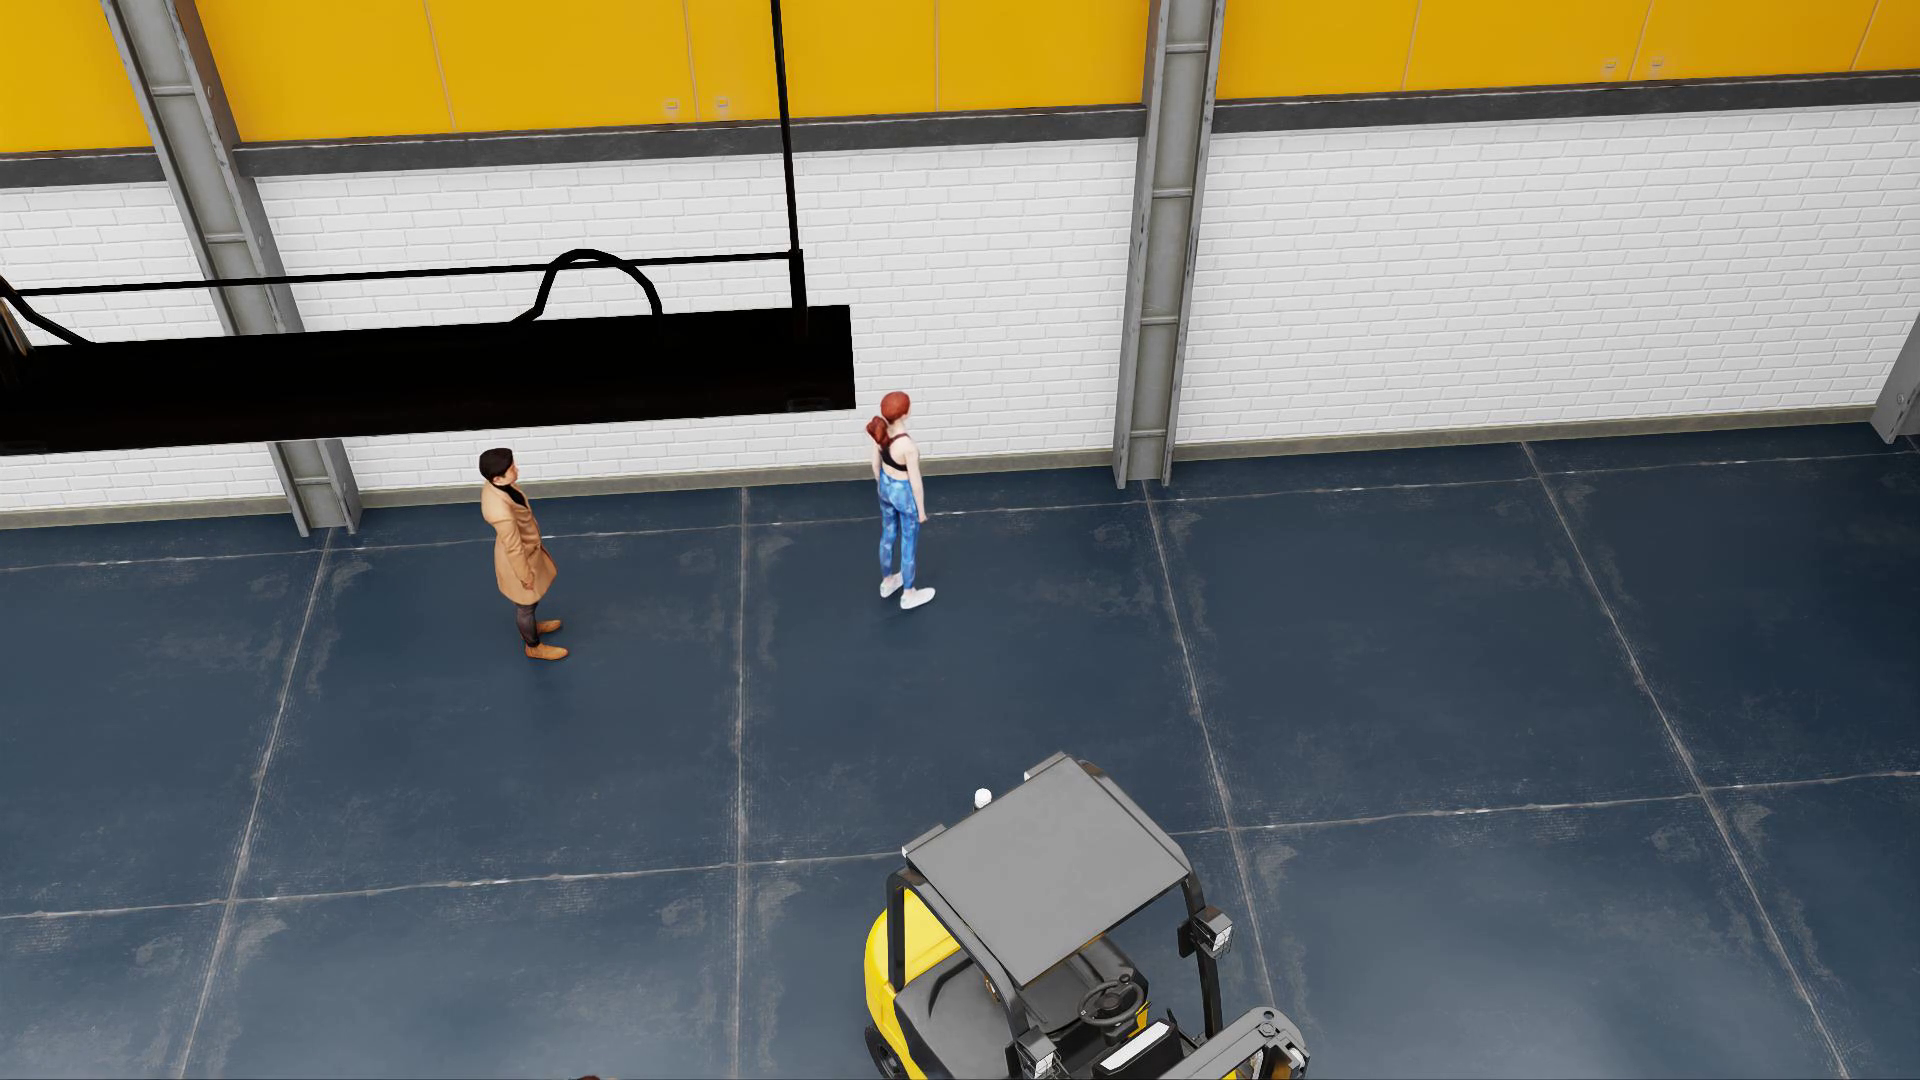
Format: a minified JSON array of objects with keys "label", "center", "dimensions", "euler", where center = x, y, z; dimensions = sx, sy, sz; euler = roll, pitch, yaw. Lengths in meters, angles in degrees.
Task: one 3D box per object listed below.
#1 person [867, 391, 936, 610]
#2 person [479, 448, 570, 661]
[{"label":"person","center":[-0.402,-0.273,11.057],"dimensions":[0.682,1.785,0.737],"euler":[33,53,30]},{"label":"person","center":[-2.864,0.079,10.729],"dimensions":[0.693,1.727,0.704],"euler":[-13,45,-13]}]
